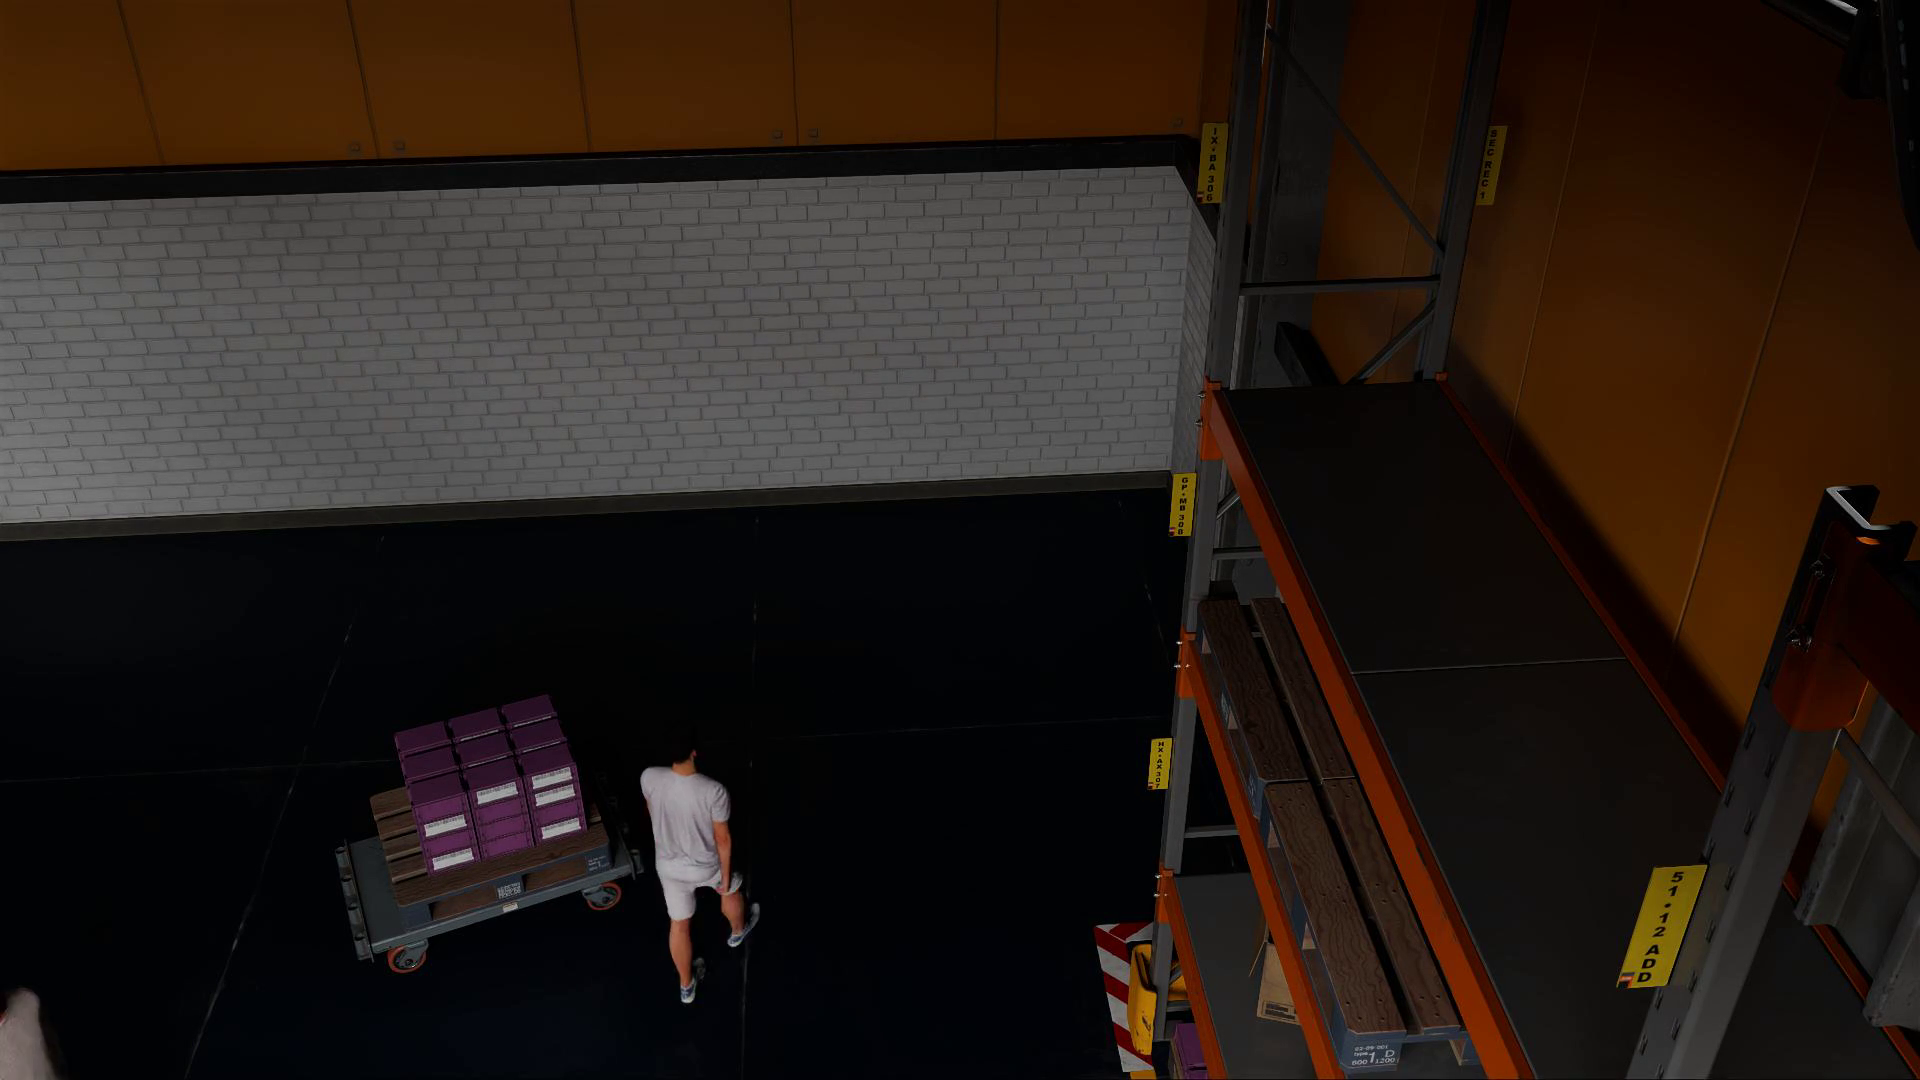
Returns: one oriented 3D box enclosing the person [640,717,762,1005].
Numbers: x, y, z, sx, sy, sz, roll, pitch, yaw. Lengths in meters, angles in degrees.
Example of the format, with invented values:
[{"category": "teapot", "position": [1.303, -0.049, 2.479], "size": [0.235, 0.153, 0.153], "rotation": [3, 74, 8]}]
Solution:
[{"category": "person", "position": [-1.493, 1.790, 9.011], "size": [0.861, 1.829, 1.061], "rotation": [6, 34, 9]}]
